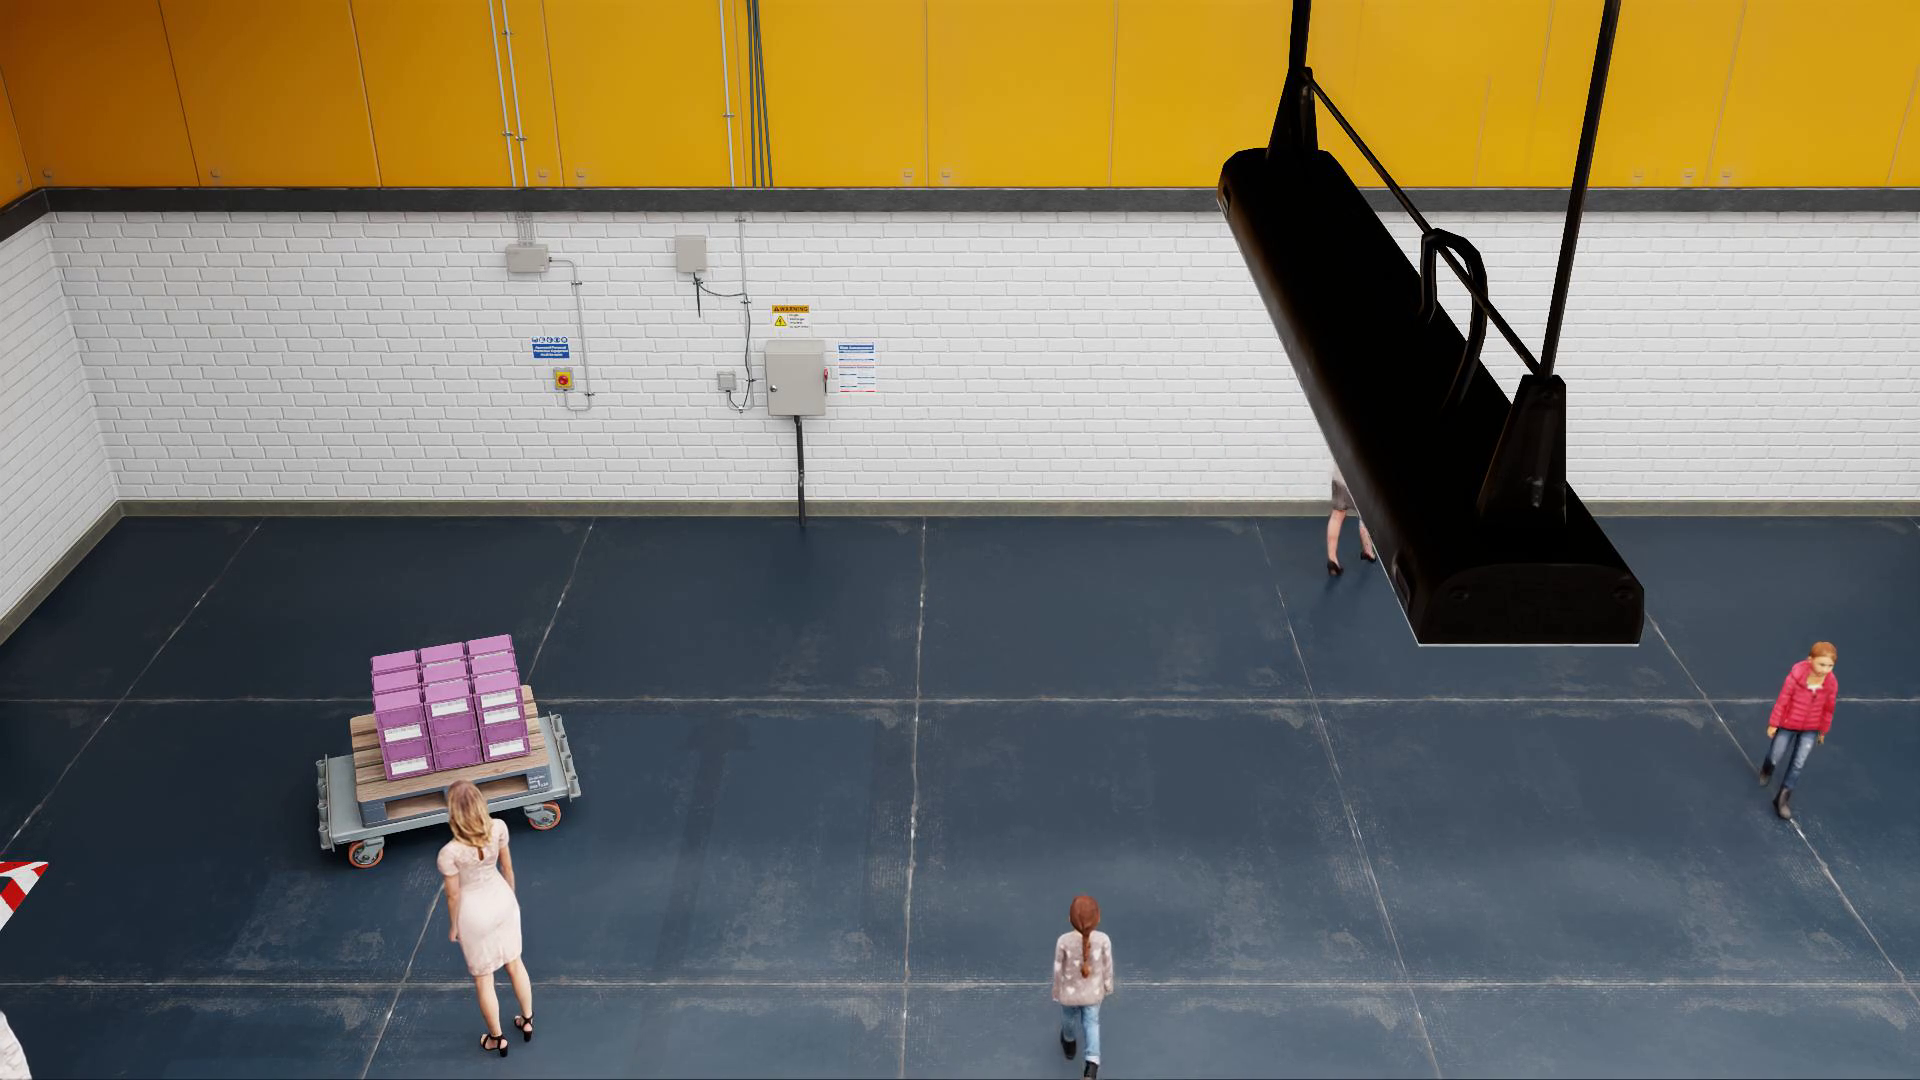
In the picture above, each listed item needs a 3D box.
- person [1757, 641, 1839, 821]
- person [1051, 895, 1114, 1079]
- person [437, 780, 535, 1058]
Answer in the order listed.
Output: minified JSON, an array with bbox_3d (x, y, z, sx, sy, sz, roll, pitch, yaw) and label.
[{"bbox_3d":[5.598,1.219,11.137,0.621,1.308,0.758,7,29,13],"label":"person"},{"bbox_3d":[0.662,2.454,9.006,0.509,1.182,0.791,-2,29,-3],"label":"person"},{"bbox_3d":[-2.573,2.061,9.050,0.642,1.830,0.698,-25,37,-37],"label":"person"}]
